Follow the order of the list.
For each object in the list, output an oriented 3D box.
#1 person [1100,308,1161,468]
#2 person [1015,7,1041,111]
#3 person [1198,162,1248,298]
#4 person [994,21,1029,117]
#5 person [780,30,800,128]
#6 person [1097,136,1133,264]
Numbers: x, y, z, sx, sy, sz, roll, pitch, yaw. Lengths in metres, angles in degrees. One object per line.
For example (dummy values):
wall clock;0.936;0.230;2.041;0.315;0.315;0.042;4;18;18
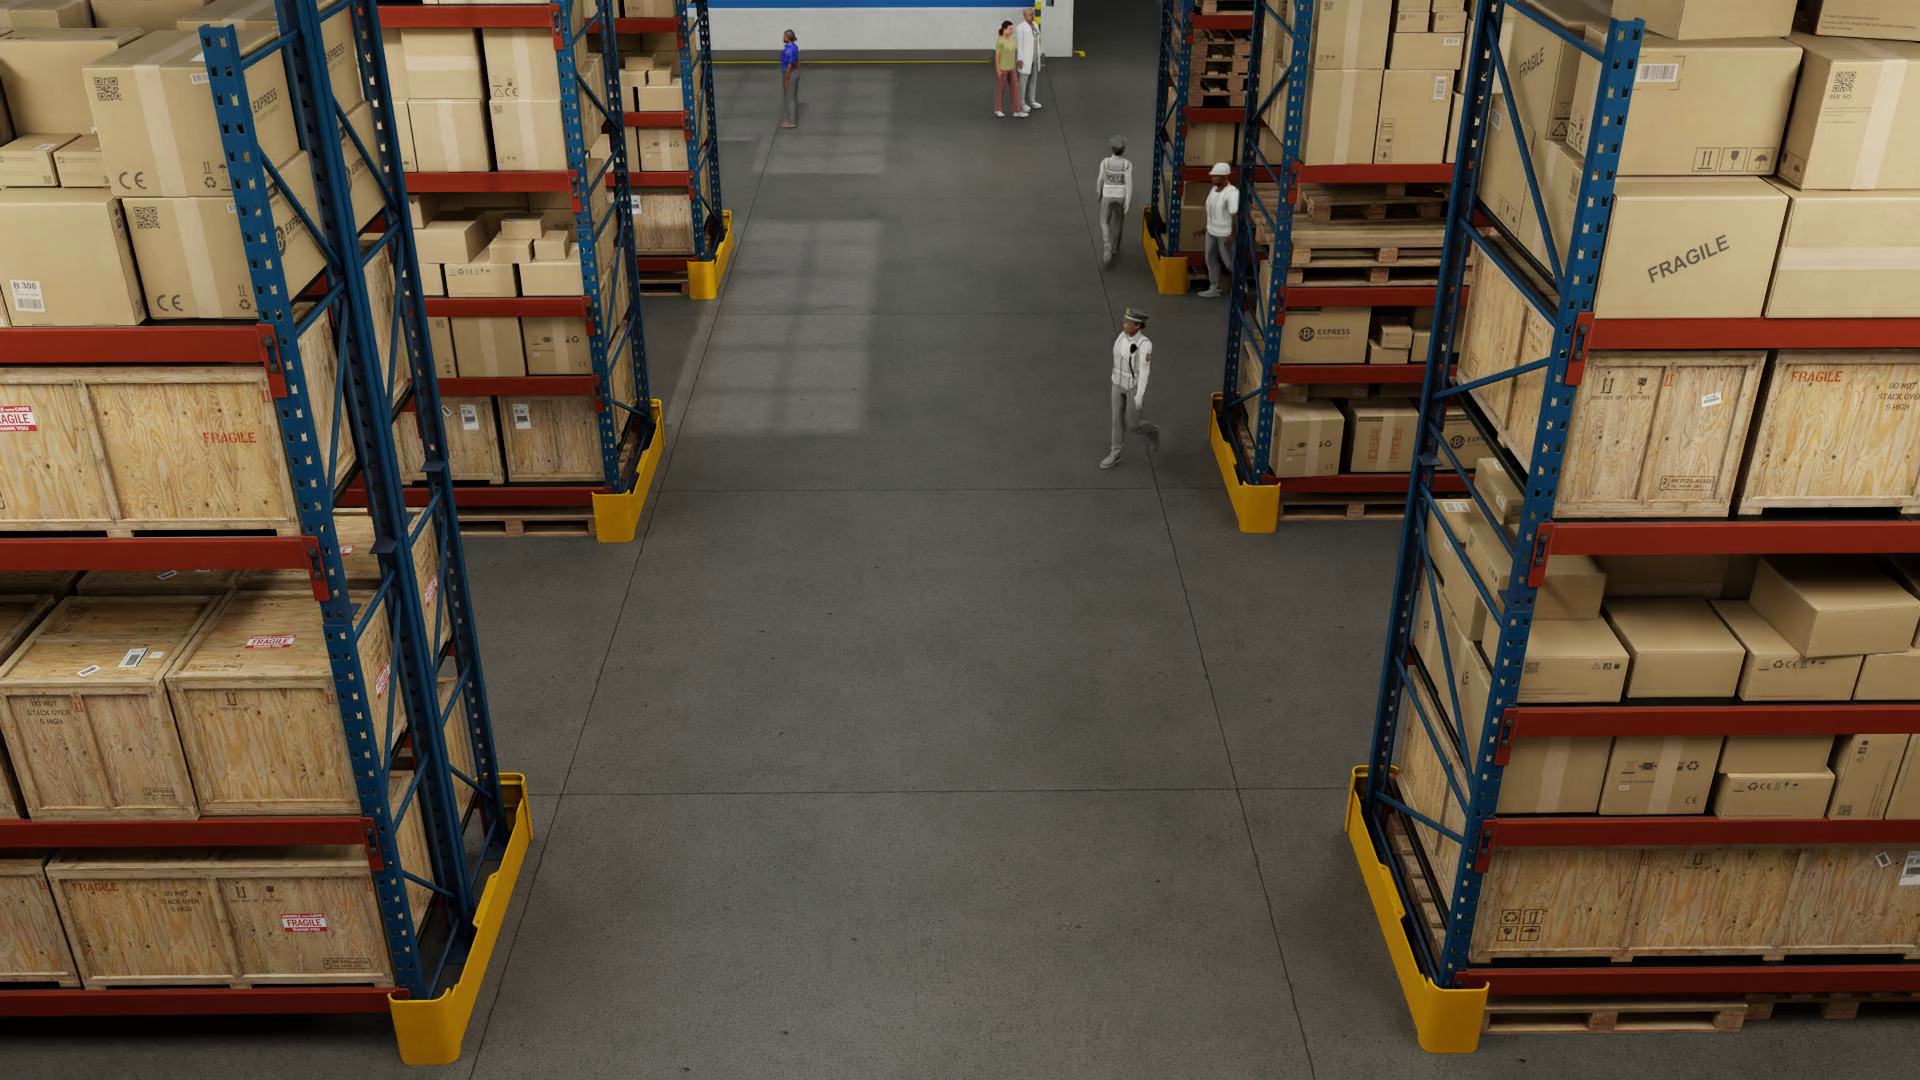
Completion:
person;1.749;-1.565;16.886;0.669;1.690;0.486;-22;36;-35
person;1.240;-8.679;29.986;0.588;1.778;0.384;-25;37;-38
person;3.420;-3.958;21.283;0.622;1.761;0.605;-13;31;-23
person;0.868;-8.350;29.523;0.447;1.665;0.662;-22;35;-34
person;-2.986;-8.052;28.997;0.370;1.659;0.440;5;29;9
person;2.101;-4.648;22.639;0.475;1.675;0.849;1;28;1
